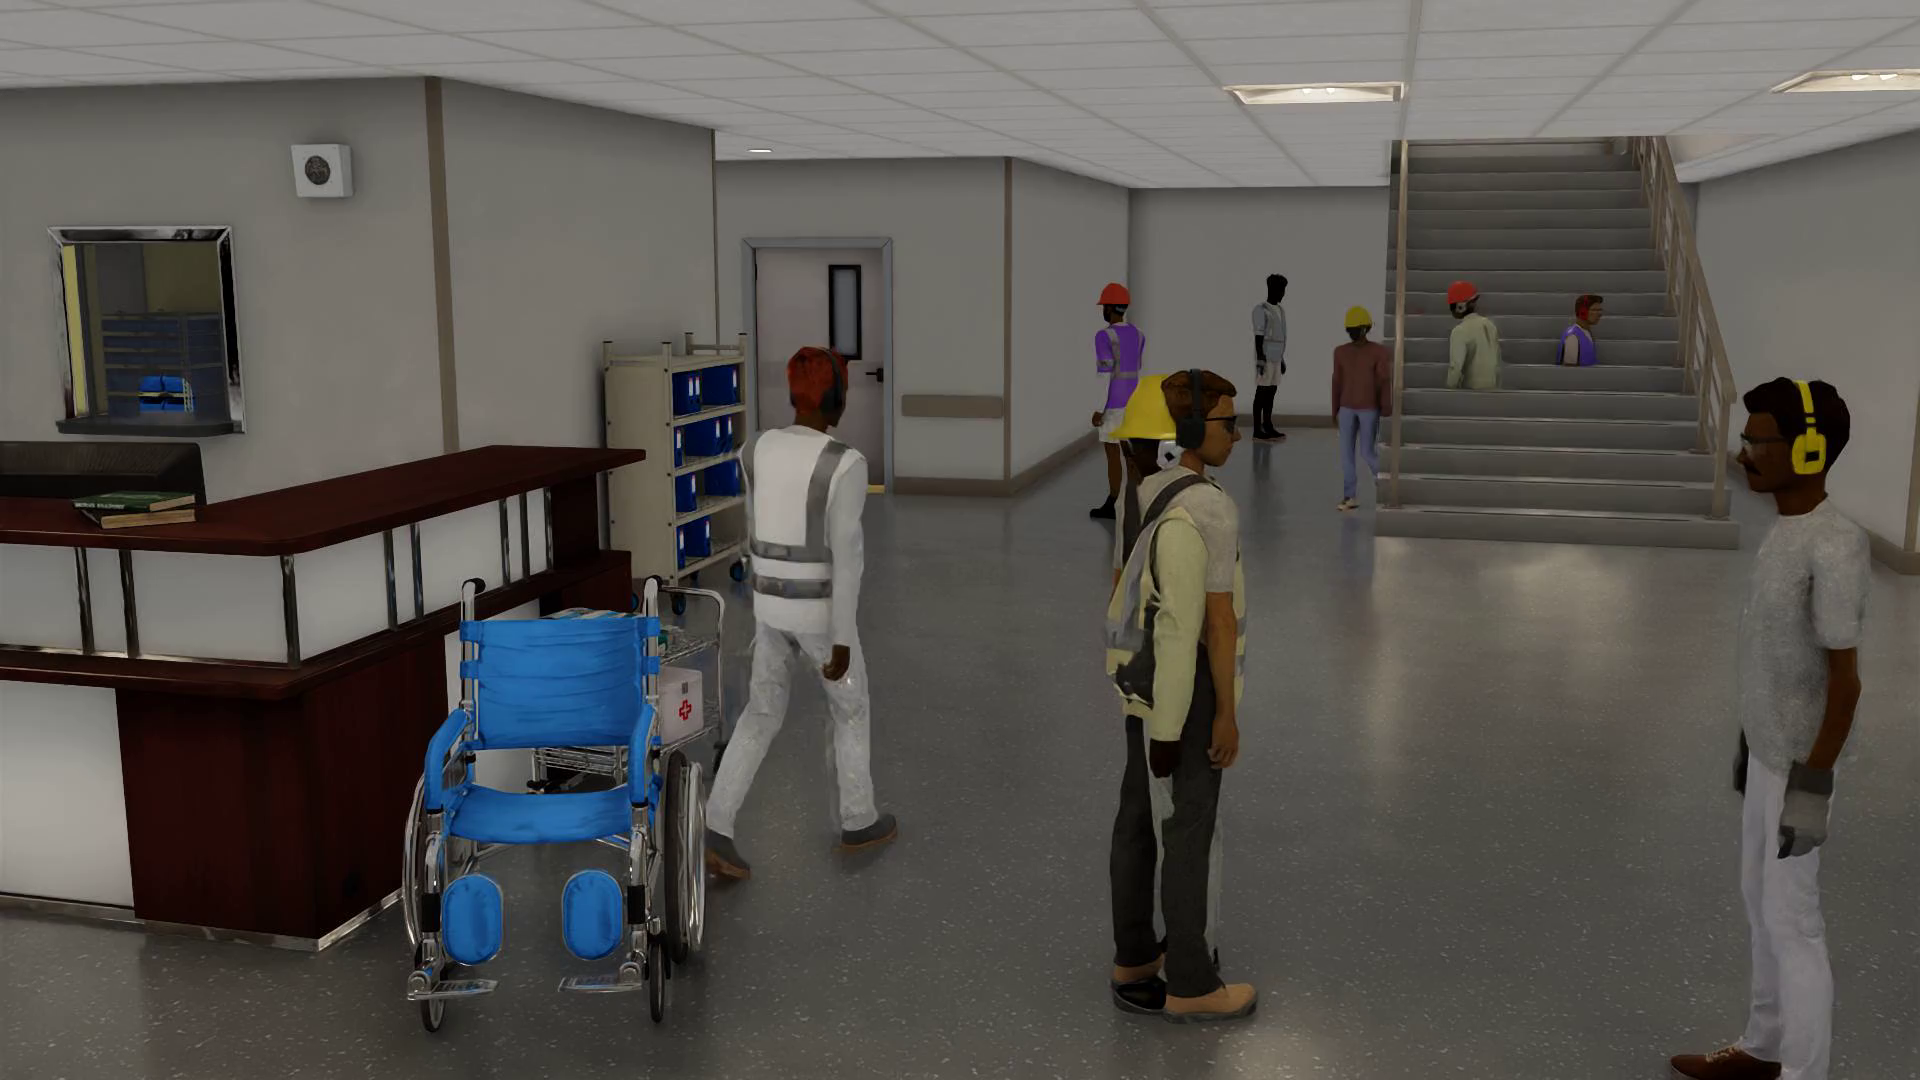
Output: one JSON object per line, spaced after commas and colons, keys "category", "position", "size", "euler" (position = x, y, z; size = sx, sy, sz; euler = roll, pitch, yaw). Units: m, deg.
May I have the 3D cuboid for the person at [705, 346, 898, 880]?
{"category": "person", "position": [-0.585, 0.258, 5.767], "size": [0.576, 1.855, 0.893], "euler": [6, 12, 33]}

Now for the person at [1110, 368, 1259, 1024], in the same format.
{"category": "person", "position": [0.618, 0.436, 4.721], "size": [0.347, 1.842, 0.505], "euler": [-5, 11, -28]}

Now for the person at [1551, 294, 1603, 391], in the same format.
{"category": "person", "position": [5.386, -1.235, 14.603], "size": [0.394, 1.836, 0.561], "euler": [6, 11, 31]}

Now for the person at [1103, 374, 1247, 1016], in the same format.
{"category": "person", "position": [0.613, 0.440, 4.778], "size": [0.404, 1.825, 0.595], "euler": [2, 10, 11]}

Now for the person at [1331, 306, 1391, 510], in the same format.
{"category": "person", "position": [3.431, -1.129, 14.210], "size": [0.547, 1.745, 0.510], "euler": [8, 12, 39]}

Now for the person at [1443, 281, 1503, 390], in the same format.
{"category": "person", "position": [4.444, -1.293, 14.587], "size": [0.906, 1.938, 0.634], "euler": [9, 13, 42]}

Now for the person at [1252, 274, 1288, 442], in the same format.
{"category": "person", "position": [3.656, -2.142, 19.564], "size": [0.374, 1.959, 0.603], "euler": [7, 12, 37]}

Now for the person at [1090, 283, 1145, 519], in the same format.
{"category": "person", "position": [1.276, -1.139, 13.716], "size": [0.374, 1.939, 0.545], "euler": [9, 13, 44]}

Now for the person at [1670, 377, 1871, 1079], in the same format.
{"category": "person", "position": [2.004, 0.538, 4.060], "size": [0.311, 1.865, 0.532], "euler": [2, 10, 12]}
